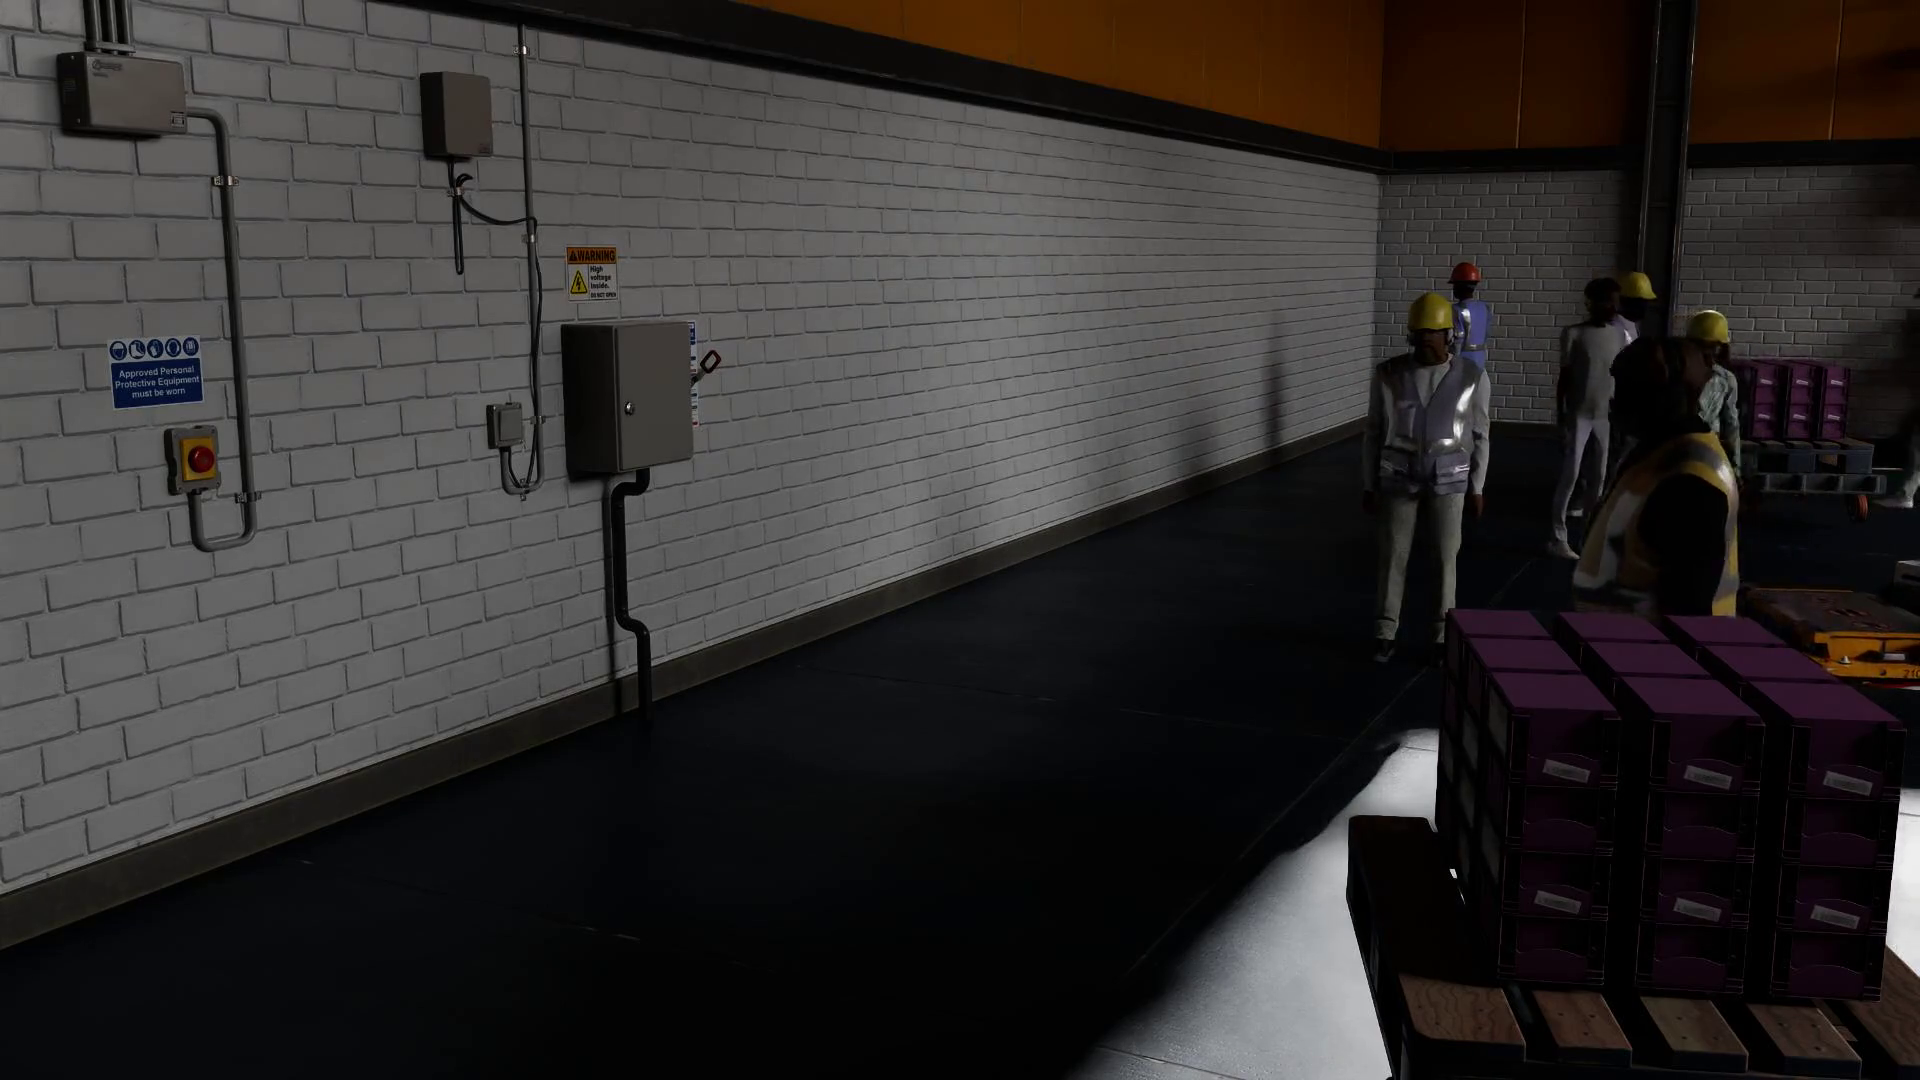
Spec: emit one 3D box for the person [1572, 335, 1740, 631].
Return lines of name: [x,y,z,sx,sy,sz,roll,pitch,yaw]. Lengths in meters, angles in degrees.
person: [2.032,0.332,4.651,0.869,1.815,0.628,4,10,20]

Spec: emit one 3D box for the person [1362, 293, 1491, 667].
person: [2.267,-0.287,8.140,0.600,1.829,0.404,3,10,19]

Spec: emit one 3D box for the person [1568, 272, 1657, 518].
person: [4.859,-1.047,12.420,0.581,1.888,0.635,6,11,31]

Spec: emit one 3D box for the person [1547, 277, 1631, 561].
person: [4.183,-0.798,11.004,0.565,1.866,0.325,-3,10,-15]

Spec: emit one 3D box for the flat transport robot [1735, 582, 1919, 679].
flat transport robot: [4.450,0.443,8.427,0.652,0.197,1.431,1,10,7]

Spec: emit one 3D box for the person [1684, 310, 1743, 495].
person: [3.935,-0.376,8.979,0.501,1.711,0.553,-3,10,-17]

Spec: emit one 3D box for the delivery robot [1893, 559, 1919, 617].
delivery robot: [5.254,0.208,8.695,0.707,0.478,0.477,-4,11,-22]

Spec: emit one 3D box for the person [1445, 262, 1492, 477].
person: [4.462,-1.493,14.818,0.552,1.935,0.374,-8,13,-39]

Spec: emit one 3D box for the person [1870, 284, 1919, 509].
person: [7.785,-1.147,13.021,0.931,1.879,0.635,5,11,27]
